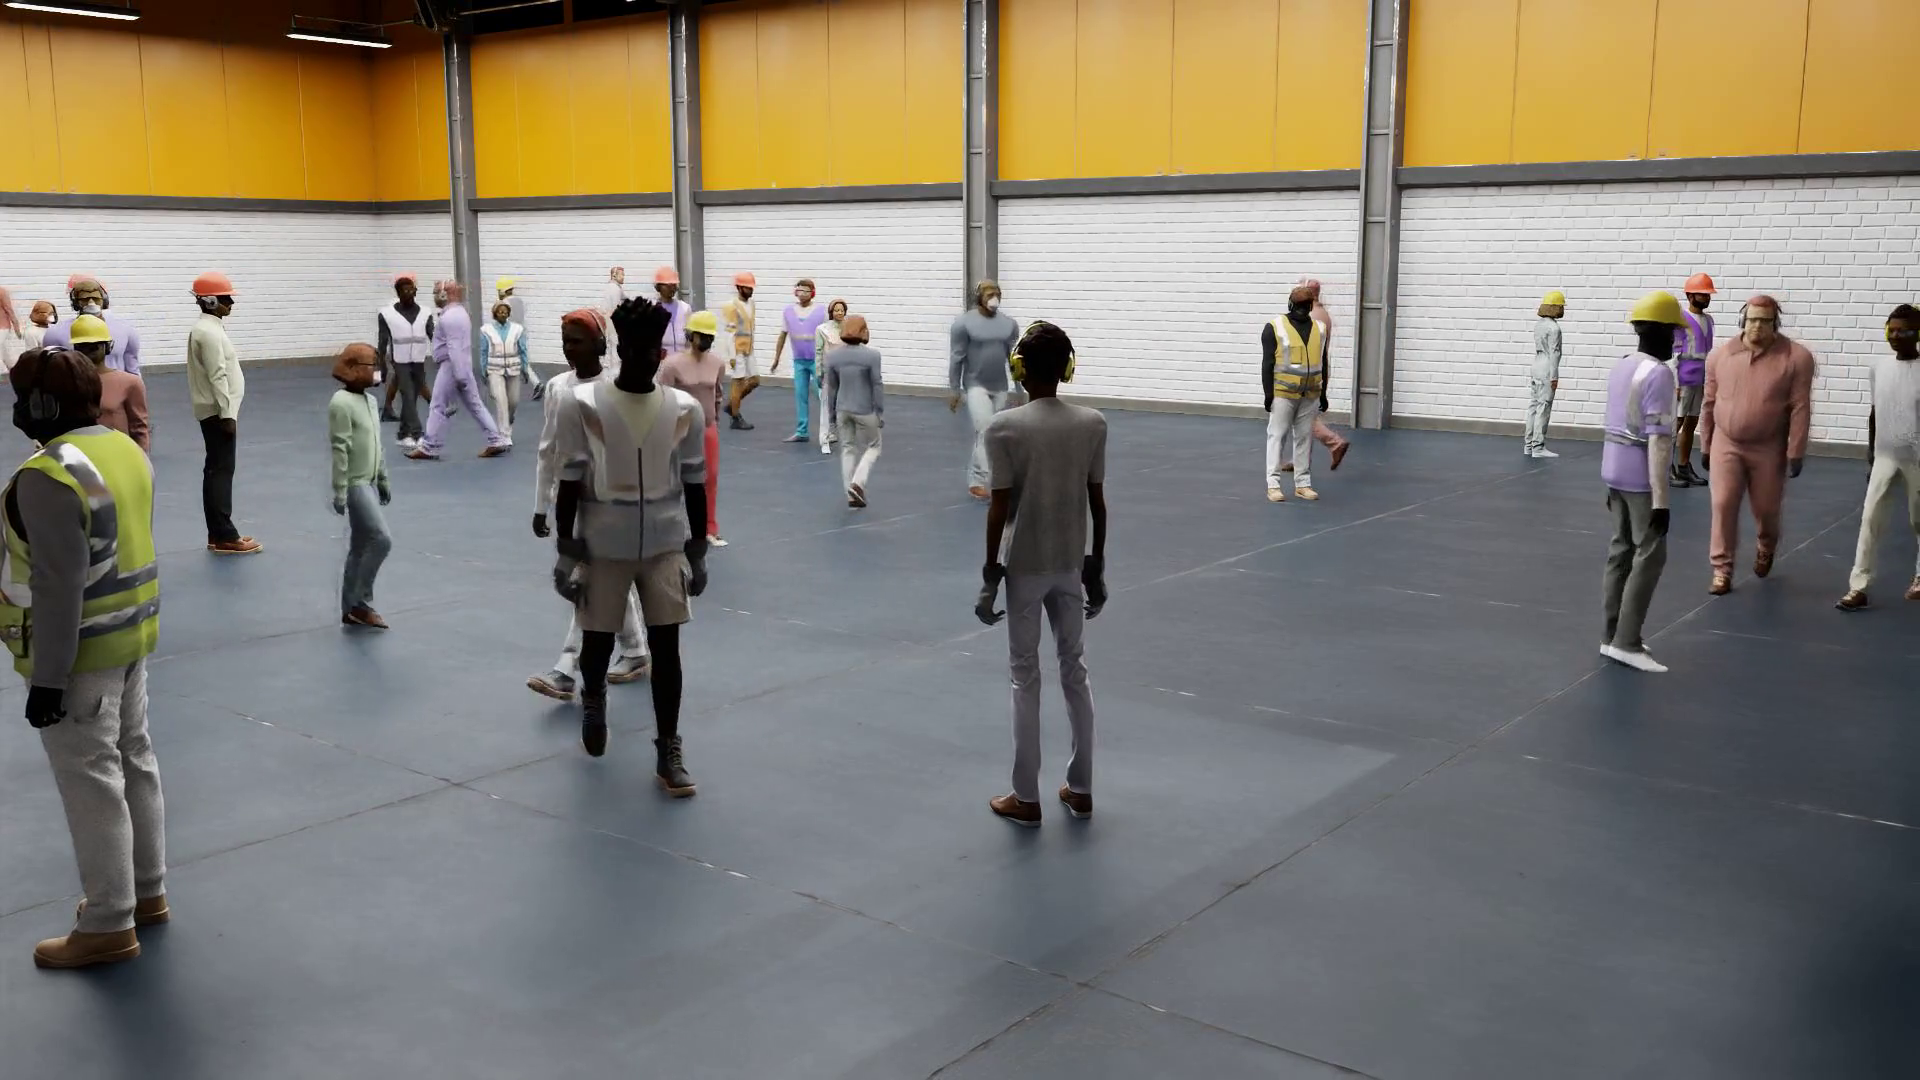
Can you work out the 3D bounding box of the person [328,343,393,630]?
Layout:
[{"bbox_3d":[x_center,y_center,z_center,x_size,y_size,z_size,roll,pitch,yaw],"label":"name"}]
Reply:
[{"bbox_3d":[-3.315,-0.291,9.302,0.457,1.612,0.538,0,10,0],"label":"person"}]

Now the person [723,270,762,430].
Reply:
[{"bbox_3d":[-2.632,-2.279,20.026,0.521,1.917,0.564,5,11,27],"label":"person"}]

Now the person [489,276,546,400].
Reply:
[{"bbox_3d":[-6.418,-2.895,23.961,0.804,1.804,0.590,4,11,23],"label":"person"}]

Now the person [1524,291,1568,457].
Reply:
[{"bbox_3d":[6.134,-1.729,17.367,0.333,1.733,0.480,-1,10,-5],"label":"person"}]

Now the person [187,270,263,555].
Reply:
[{"bbox_3d":[-5.226,-0.896,11.752,0.378,1.995,0.612,-6,11,-31],"label":"person"}]

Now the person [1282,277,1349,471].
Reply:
[{"bbox_3d":[3.396,-1.563,15.936,0.673,1.892,0.649,5,11,28],"label":"person"}]

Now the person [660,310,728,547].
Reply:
[{"bbox_3d":[-2.029,-0.833,12.218,0.550,1.723,0.859,-7,12,-34],"label":"person"}]

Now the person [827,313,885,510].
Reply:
[{"bbox_3d":[-0.852,-1.048,13.690,0.518,1.621,0.361,4,11,23],"label":"person"}]

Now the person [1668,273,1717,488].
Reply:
[{"bbox_3d":[6.653,-1.446,15.121,0.543,1.939,0.360,-6,11,-31],"label":"person"}]

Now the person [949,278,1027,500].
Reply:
[{"bbox_3d":[0.295,-1.235,14.001,0.656,1.896,0.957,-6,11,-30],"label":"person"}]

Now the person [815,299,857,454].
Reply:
[{"bbox_3d":[-1.302,-1.735,17.668,0.513,1.641,0.309,-5,11,-27],"label":"person"}]

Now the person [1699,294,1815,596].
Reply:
[{"bbox_3d":[4.988,-0.614,10.463,0.647,1.870,0.800,6,12,32],"label":"person"}]

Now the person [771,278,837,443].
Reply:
[{"bbox_3d":[-1.743,-1.996,18.619,0.713,1.843,0.412,3,10,18],"label":"person"}]

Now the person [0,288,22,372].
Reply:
[{"bbox_3d":[-15.181,-3.335,26.189,0.687,1.922,1.033,2,10,13],"label":"person"}]

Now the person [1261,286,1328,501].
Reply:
[{"bbox_3d":[2.888,-1.250,14.283,0.621,1.838,0.429,-3,10,-16],"label":"person"}]

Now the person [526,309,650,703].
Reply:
[{"bbox_3d":[-1.814,-0.161,7.907,0.609,1.838,0.957,6,11,32],"label":"person"}]

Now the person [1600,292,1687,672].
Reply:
[{"bbox_3d":[3.505,-0.302,8.569,0.449,1.909,0.692,-1,10,-4],"label":"person"}]

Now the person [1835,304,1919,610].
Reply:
[{"bbox_3d":[5.650,-0.495,9.953,0.995,1.824,0.520,-7,12,-36],"label":"person"}]

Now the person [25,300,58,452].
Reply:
[{"bbox_3d":[-9.507,-1.675,17.340,0.275,1.631,0.507,1,10,4],"label":"person"}]

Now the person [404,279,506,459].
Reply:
[{"bbox_3d":[-5.203,-1.746,17.140,1.011,1.865,0.639,0,10,-1],"label":"person"}]

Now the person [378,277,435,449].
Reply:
[{"bbox_3d":[-5.935,-1.898,17.989,1.030,1.859,0.602,9,13,42],"label":"person"}]

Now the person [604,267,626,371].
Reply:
[{"bbox_3d":[-5.715,-3.602,27.783,0.399,1.903,0.643,-4,11,-24],"label":"person"}]

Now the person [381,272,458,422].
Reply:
[{"bbox_3d":[-6.896,-2.426,20.972,0.975,1.882,0.565,-2,10,-10],"label":"person"}]

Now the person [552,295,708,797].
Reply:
[{"bbox_3d":[-1.305,0.012,6.585,0.658,1.949,0.698,-4,11,-24],"label":"person"}]

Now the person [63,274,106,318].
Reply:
[{"bbox_3d":[-8.746,-1.747,16.934,0.620,1.916,0.564,-9,13,-43],"label":"person"}]

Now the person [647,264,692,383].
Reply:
[{"bbox_3d":[-3.064,-1.825,17.128,0.615,2.018,0.858,-8,12,-38],"label":"person"}]

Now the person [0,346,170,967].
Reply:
[{"bbox_3d":[-2.634,0.343,4.984,0.429,1.842,0.636,-1,10,-5],"label":"person"}]

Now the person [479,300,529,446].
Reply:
[{"bbox_3d":[-5.105,-1.882,18.627,0.523,1.609,0.733,-4,11,-22],"label":"person"}]

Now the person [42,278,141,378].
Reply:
[{"bbox_3d":[-6.105,-0.874,11.789,0.631,1.940,0.372,-8,13,-39],"label":"person"}]

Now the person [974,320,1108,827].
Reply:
[{"bbox_3d":[0.304,0.127,6.164,0.535,1.868,0.309,-4,11,-23],"label":"person"}]

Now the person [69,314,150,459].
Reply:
[{"bbox_3d":[-4.933,-0.405,9.560,0.523,1.769,0.316,-2,10,-12],"label":"person"}]
